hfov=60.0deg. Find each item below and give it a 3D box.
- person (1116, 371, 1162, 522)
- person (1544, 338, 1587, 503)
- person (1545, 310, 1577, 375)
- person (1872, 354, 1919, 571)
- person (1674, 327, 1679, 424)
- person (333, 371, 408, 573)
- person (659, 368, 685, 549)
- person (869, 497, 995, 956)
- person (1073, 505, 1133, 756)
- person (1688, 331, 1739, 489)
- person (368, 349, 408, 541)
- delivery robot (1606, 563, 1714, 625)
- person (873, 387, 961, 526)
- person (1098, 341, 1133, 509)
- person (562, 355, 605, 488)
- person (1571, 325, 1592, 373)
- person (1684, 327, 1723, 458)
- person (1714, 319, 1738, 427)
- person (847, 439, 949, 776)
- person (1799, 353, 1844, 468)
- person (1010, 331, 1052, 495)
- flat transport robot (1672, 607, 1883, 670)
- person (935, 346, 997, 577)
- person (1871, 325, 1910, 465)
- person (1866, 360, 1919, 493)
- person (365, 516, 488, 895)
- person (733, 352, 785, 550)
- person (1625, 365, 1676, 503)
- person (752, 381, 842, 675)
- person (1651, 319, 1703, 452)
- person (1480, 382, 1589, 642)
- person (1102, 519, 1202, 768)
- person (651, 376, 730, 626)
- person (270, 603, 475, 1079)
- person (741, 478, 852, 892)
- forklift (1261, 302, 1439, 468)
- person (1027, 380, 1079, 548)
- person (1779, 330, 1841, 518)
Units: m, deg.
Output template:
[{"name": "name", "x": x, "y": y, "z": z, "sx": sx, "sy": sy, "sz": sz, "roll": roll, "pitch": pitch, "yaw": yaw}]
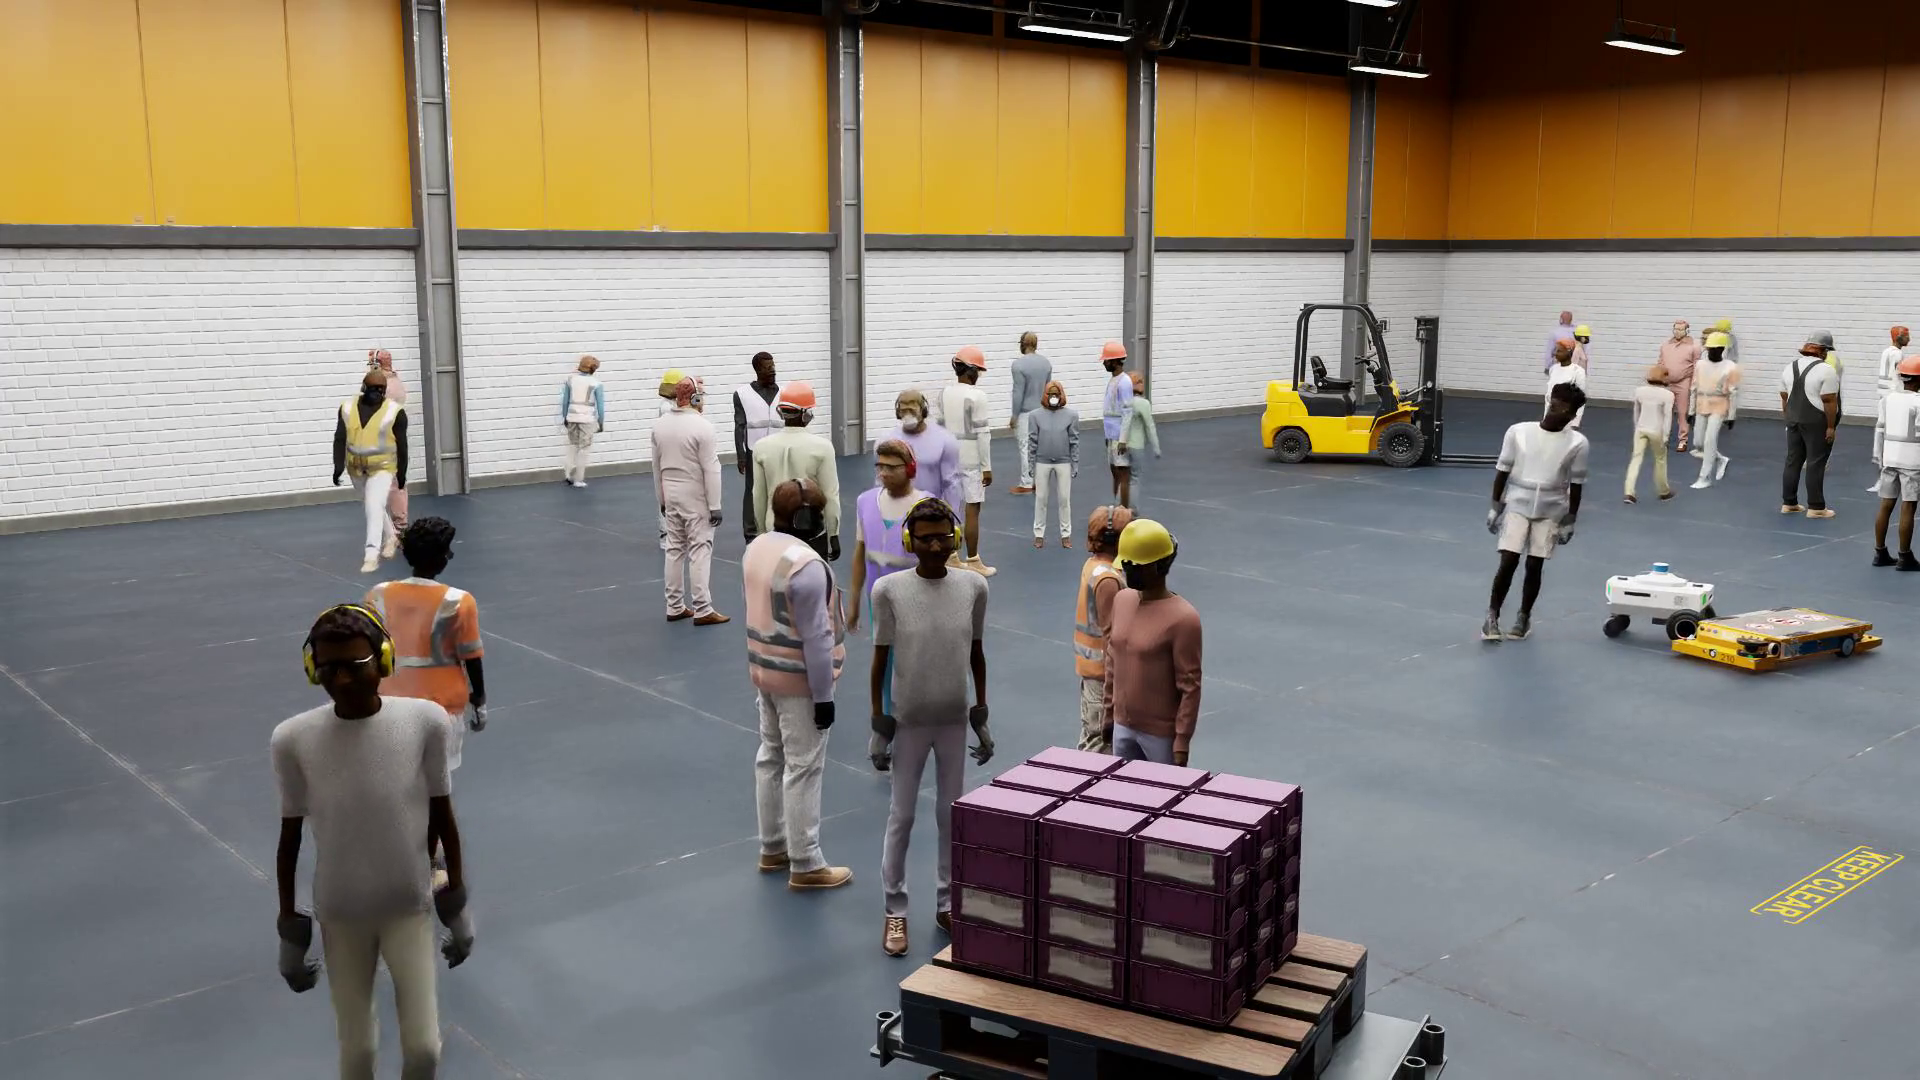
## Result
[{"name": "person", "x": 1.816, "y": -0.955, "z": 17.389, "sx": 0.353, "sy": 1.627, "sz": 0.519, "roll": -9, "pitch": 13, "yaw": -41}, {"name": "person", "x": 6.891, "y": -1.367, "z": 19.053, "sx": 0.350, "sy": 1.882, "sz": 0.583, "roll": -3, "pitch": 10, "yaw": -20}, {"name": "person", "x": 10.479, "y": -3.033, "z": 28.800, "sx": 0.652, "sy": 1.886, "sz": 0.729, "roll": -1, "pitch": 10, "yaw": -4}, {"name": "person", "x": 8.493, "y": -0.692, "z": 14.933, "sx": 0.361, "sy": 1.939, "sz": 0.543, "roll": -3, "pitch": 10, "yaw": -19}, {"name": "person", "x": 12.029, "y": -2.789, "z": 27.917, "sx": 0.322, "sy": 1.696, "sz": 0.536, "roll": -8, "pitch": 12, "yaw": -39}, {"name": "person", "x": -5.321, "y": -0.653, "z": 15.166, "sx": 0.628, "sy": 1.803, "sz": 0.921, "roll": 1, "pitch": 10, "yaw": 7}, {"name": "person", "x": -2.758, "y": -0.787, "z": 16.067, "sx": 0.324, "sy": 1.740, "sz": 0.492, "roll": 0, "pitch": 10, "yaw": -2}, {"name": "person", "x": -0.112, "y": 0.743, "z": 6.735, "sx": 0.523, "sy": 1.870, "sz": 0.317, "roll": -3, "pitch": 10, "yaw": -17}, {"name": "person", "x": 0.698, "y": 0.644, "z": 7.986, "sx": 0.309, "sy": 1.639, "sz": 0.523, "roll": -1, "pitch": 10, "yaw": -3}, {"name": "person", "x": 9.188, "y": -1.583, "z": 20.233, "sx": 0.704, "sy": 1.911, "sz": 0.597, "roll": -5, "pitch": 11, "yaw": -27}, {"name": "person", "x": -5.676, "y": -0.934, "z": 16.461, "sx": 0.402, "sy": 1.904, "sz": 0.639, "roll": -2, "pitch": 10, "yaw": -13}, {"name": "delivery robot", "x": 5.141, "y": 0.412, "z": 12.240, "sx": 0.707, "sy": 0.478, "sz": 0.477, "roll": 6, "pitch": 11, "yaw": 31}, {"name": "person", "x": -0.294, "y": -0.144, "z": 11.821, "sx": 0.630, "sy": 1.915, "sz": 0.798, "roll": 1, "pitch": 10, "yaw": 7}, {"name": "person", "x": 1.627, "y": -1.102, "z": 17.354, "sx": 0.367, "sy": 1.932, "sz": 0.544, "roll": -1, "pitch": 10, "yaw": -8}, {"name": "person", "x": -4.581, "y": -1.437, "z": 20.228, "sx": 0.561, "sy": 1.609, "sz": 0.404, "roll": 4, "pitch": 10, "yaw": 21}, {"name": "person", "x": 9.450, "y": -2.395, "z": 25.408, "sx": 0.328, "sy": 1.767, "sz": 0.530, "roll": 6, "pitch": 11, "yaw": 30}, {"name": "person", "x": 10.368, "y": -2.040, "z": 23.152, "sx": 0.432, "sy": 1.825, "sz": 0.536, "roll": 0, "pitch": 10, "yaw": -2}, {"name": "person", "x": 12.683, "y": -2.778, "z": 27.636, "sx": 0.406, "sy": 1.782, "sz": 0.665, "roll": 8, "pitch": 12, "yaw": 38}, {"name": "person", "x": -0.334, "y": 0.349, "z": 9.152, "sx": 0.575, "sy": 1.844, "sz": 0.412, "roll": 6, "pitch": 11, "yaw": 31}, {"name": "person", "x": 11.198, "y": -1.781, "z": 21.738, "sx": 0.627, "sy": 1.805, "sz": 0.907, "roll": 0, "pitch": 10, "yaw": -2}, {"name": "person", "x": 0.828, "y": -1.497, "z": 19.648, "sx": 0.352, "sy": 1.937, "sz": 0.635, "roll": 9, "pitch": 13, "yaw": 43}, {"name": "flat transport robot", "x": 5.800, "y": 0.680, "z": 11.781, "sx": 1.431, "sy": 0.197, "sz": 0.652, "roll": -5, "pitch": 11, "yaw": -29}, {"name": "person", "x": 0.066, "y": -0.681, "z": 14.594, "sx": 0.391, "sy": 2.034, "sz": 0.605, "roll": -9, "pitch": 13, "yaw": -42}, {"name": "person", "x": 12.567, "y": -1.944, "z": 22.431, "sx": 0.337, "sy": 1.879, "sz": 0.584, "roll": 3, "pitch": 10, "yaw": 16}, {"name": "person", "x": 11.278, "y": -1.356, "z": 19.850, "sx": 0.849, "sy": 1.597, "sz": 0.493, "roll": 0, "pitch": 10, "yaw": -1}, {"name": "person", "x": -2.339, "y": 0.714, "z": 7.472, "sx": 0.541, "sy": 1.664, "sz": 0.731, "roll": 2, "pitch": 10, "yaw": 12}, {"name": "person", "x": -1.859, "y": -0.820, "z": 15.744, "sx": 0.591, "sy": 1.919, "sz": 0.392, "roll": -7, "pitch": 12, "yaw": -34}, {"name": "person", "x": 7.884, "y": -1.203, "z": 18.975, "sx": 0.857, "sy": 1.594, "sz": 0.535, "roll": -8, "pitch": 12, "yaw": -39}, {"name": "person", "x": -1.069, "y": -0.057, "z": 11.048, "sx": 0.609, "sy": 1.996, "sz": 0.379, "roll": 3, "pitch": 10, "yaw": 17}, {"name": "person", "x": 10.349, "y": -2.231, "z": 24.038, "sx": 0.411, "sy": 1.909, "sz": 0.643, "roll": -9, "pitch": 13, "yaw": -43}, {"name": "person", "x": 4.156, "y": -0.180, "z": 12.024, "sx": 0.684, "sy": 1.914, "sz": 0.633, "roll": 3, "pitch": 10, "yaw": 18}, {"name": "person", "x": 0.764, "y": 0.779, "z": 6.852, "sx": 0.326, "sy": 1.760, "sz": 0.524, "roll": -7, "pitch": 12, "yaw": -35}, {"name": "person", "x": -2.050, "y": -0.302, "z": 12.747, "sx": 0.651, "sy": 1.906, "sz": 0.401, "roll": 7, "pitch": 12, "yaw": 37}, {"name": "person", "x": -1.686, "y": 1.084, "z": 4.791, "sx": 0.544, "sy": 1.852, "sz": 0.418, "roll": -3, "pitch": 10, "yaw": -15}, {"name": "person", "x": -0.725, "y": 0.637, "z": 7.445, "sx": 0.429, "sy": 1.839, "sz": 0.633, "roll": -6, "pitch": 12, "yaw": -32}, {"name": "forklift", "x": 5.320, "y": -2.157, "z": 22.763, "sx": 2.313, "sy": 2.155, "sz": 1.214, "roll": 3, "pitch": 10, "yaw": 16}, {"name": "person", "x": 0.897, "y": -0.728, "z": 16.060, "sx": 0.501, "sy": 1.626, "sz": 0.278, "roll": 1, "pitch": 10, "yaw": 3}, {"name": "person", "x": 9.257, "y": -1.271, "z": 18.028, "sx": 0.536, "sy": 2.000, "sz": 0.677, "roll": -3, "pitch": 10, "yaw": -19}]
